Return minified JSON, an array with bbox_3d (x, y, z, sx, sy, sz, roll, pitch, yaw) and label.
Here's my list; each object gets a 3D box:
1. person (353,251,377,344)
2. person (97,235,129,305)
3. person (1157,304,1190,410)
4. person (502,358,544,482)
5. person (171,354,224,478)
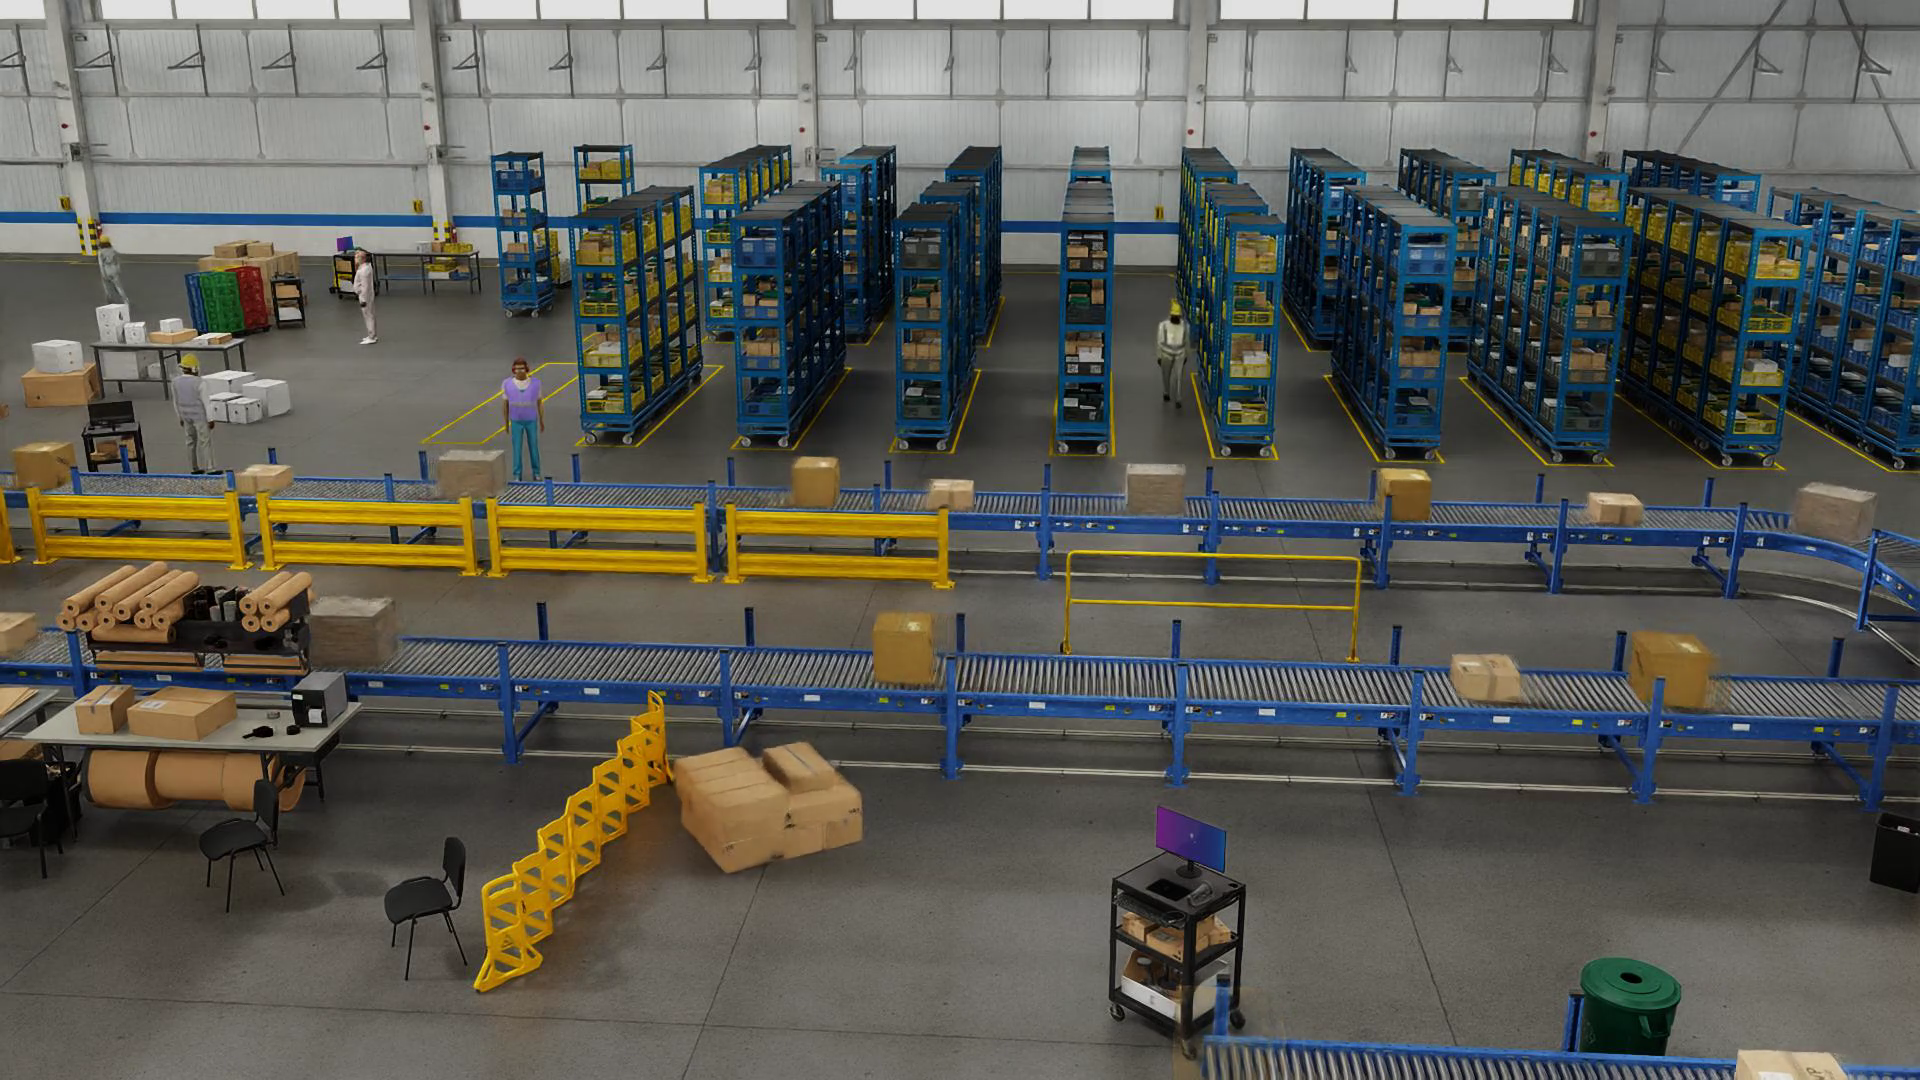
[{"bbox_3d":[-12.288,-5.011,34.341,0.407,1.908,0.641,-3,18,-11],"label":"person"},{"bbox_3d":[-19.521,-6.152,38.271,0.616,1.724,0.485,11,21,32],"label":"person"},{"bbox_3d":[3.689,-3.209,28.834,0.585,1.790,0.946,0,17,1],"label":"person"},{"bbox_3d":[-6.283,-1.715,23.982,0.564,1.846,0.390,-5,18,-16],"label":"person"},{"bbox_3d":[-11.155,-1.802,24.294,0.591,1.825,0.404,5,18,15],"label":"person"}]
